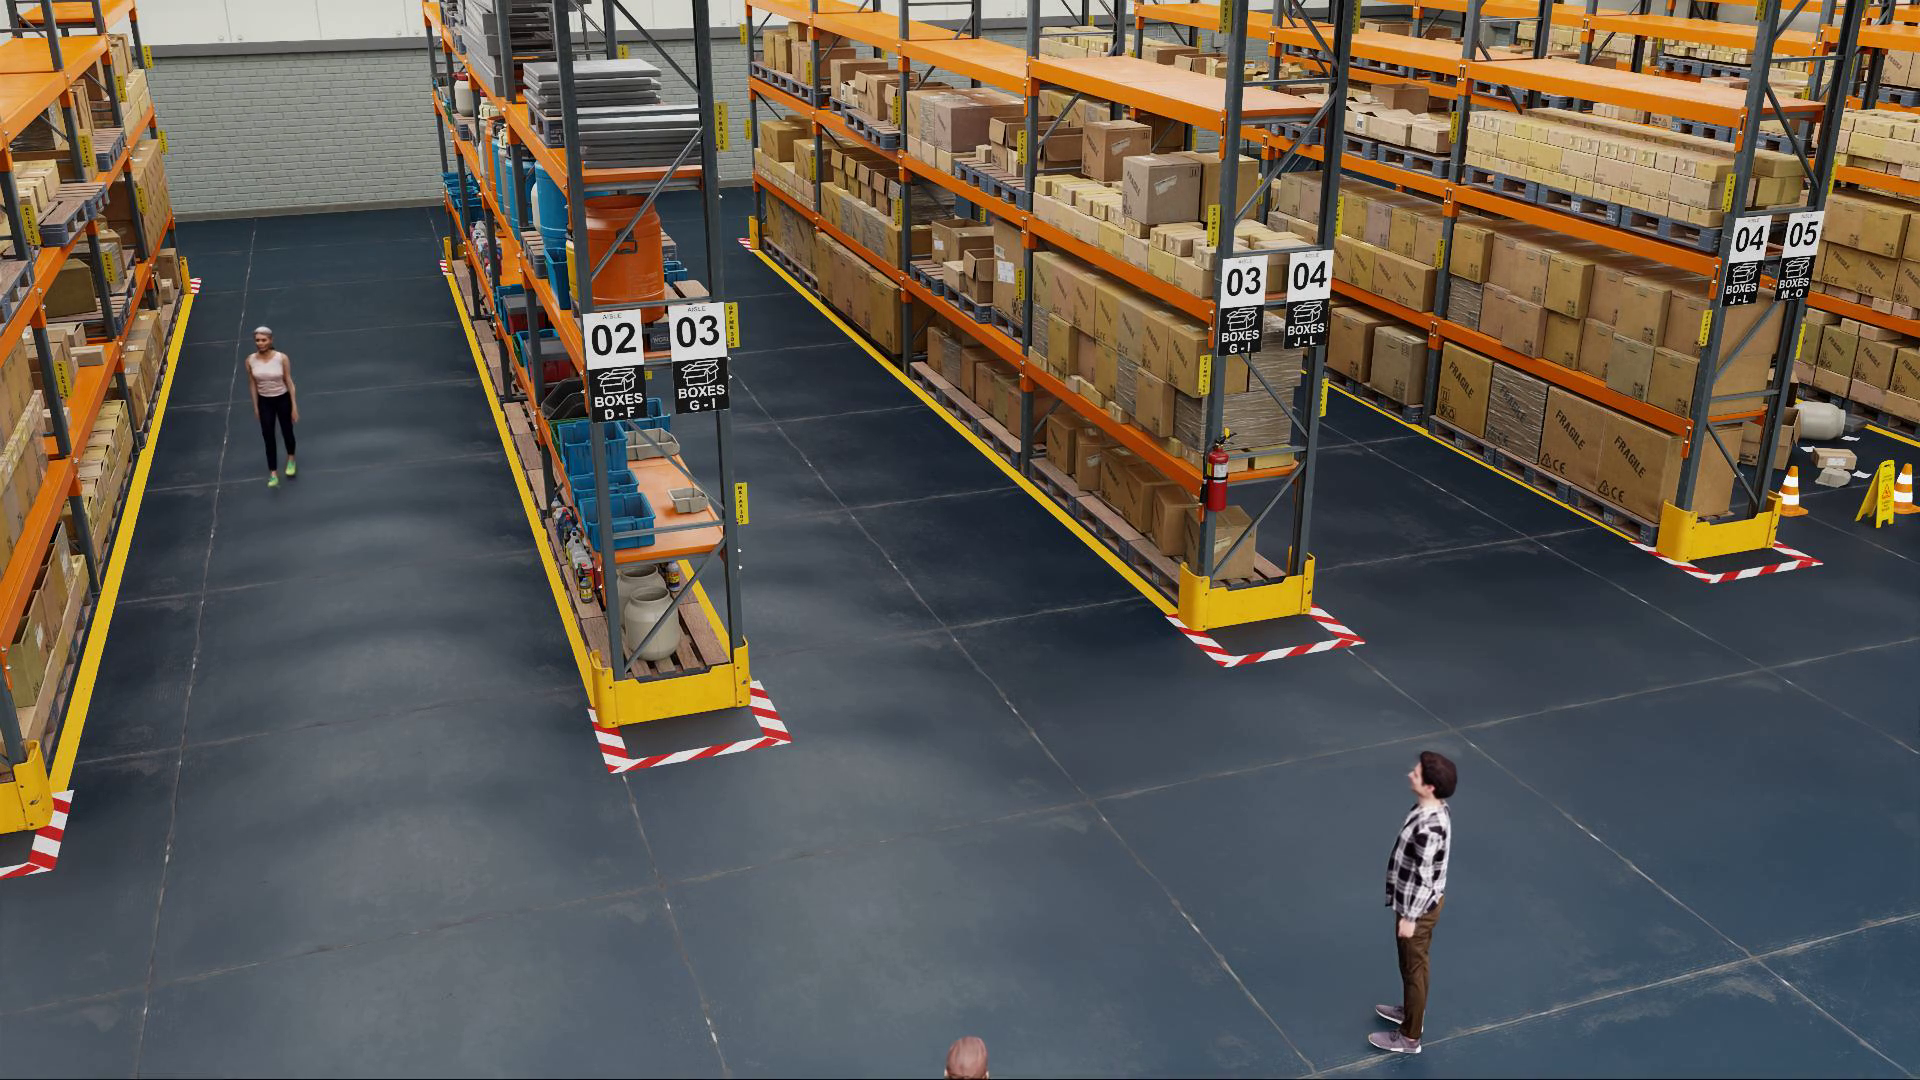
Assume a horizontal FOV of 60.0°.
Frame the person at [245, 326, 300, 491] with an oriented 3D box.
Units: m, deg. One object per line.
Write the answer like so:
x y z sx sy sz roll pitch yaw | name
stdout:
-7.089 -1.402 17.290 0.739 1.656 1.176 -4 23 -11 | person

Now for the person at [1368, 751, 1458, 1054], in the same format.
2.465 1.935 8.930 0.757 1.808 0.691 10 24 22 | person
